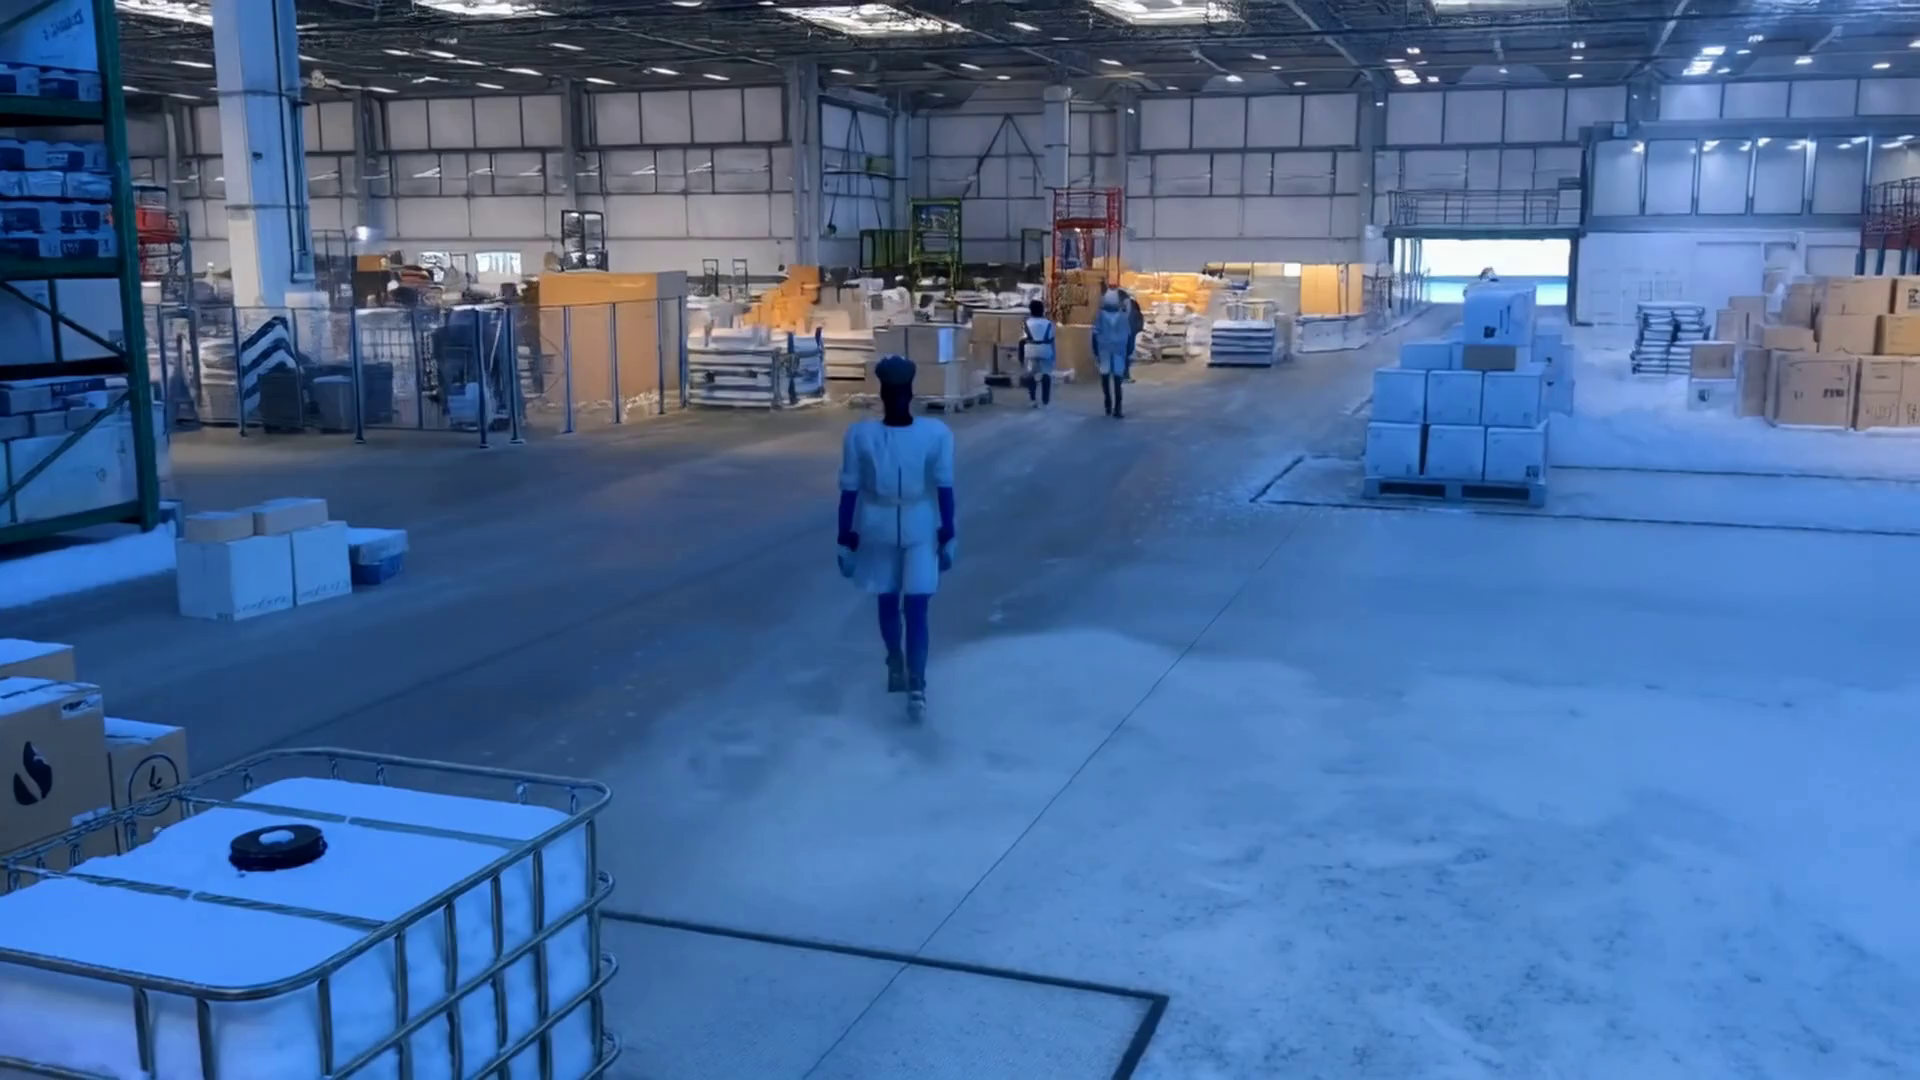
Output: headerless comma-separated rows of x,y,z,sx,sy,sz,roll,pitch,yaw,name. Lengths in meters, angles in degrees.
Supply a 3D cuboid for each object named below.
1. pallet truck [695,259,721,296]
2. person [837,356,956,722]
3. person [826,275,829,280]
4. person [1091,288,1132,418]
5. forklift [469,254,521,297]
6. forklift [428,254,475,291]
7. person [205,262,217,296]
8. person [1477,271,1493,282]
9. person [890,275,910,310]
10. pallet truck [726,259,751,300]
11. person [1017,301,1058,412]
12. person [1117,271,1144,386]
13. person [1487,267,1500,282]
-9.165,-9.627,62.776,0.823,1.965,1.885,4,11,23,pallet truck
-0.340,-0.015,8.864,0.633,1.908,1.014,0,10,-1,person
-3.098,-5.018,37.277,0.884,1.841,0.525,3,10,14,person
2.186,-2.686,23.996,0.595,1.887,0.485,1,10,4,person
-17.990,-10.121,64.684,1.157,1.987,2.680,3,11,17,forklift
-20.133,-10.254,65.465,1.157,1.987,2.680,3,11,19,forklift
-29.398,-9.992,65.335,0.586,1.824,0.404,9,13,41,person
9.648,-3.935,30.653,0.605,2.028,0.499,-2,10,-10,person
-1.519,-5.820,42.017,0.541,1.751,0.508,-1,10,-4,person
-7.986,-9.493,62.019,0.823,1.965,1.885,3,11,17,pallet truck
1.169,-2.764,25.056,0.634,1.653,0.650,0,10,-2,person
3.009,-3.766,29.643,0.536,2.000,0.672,3,11,17,person
15.278,-6.917,47.917,0.615,1.844,0.912,7,12,33,person
